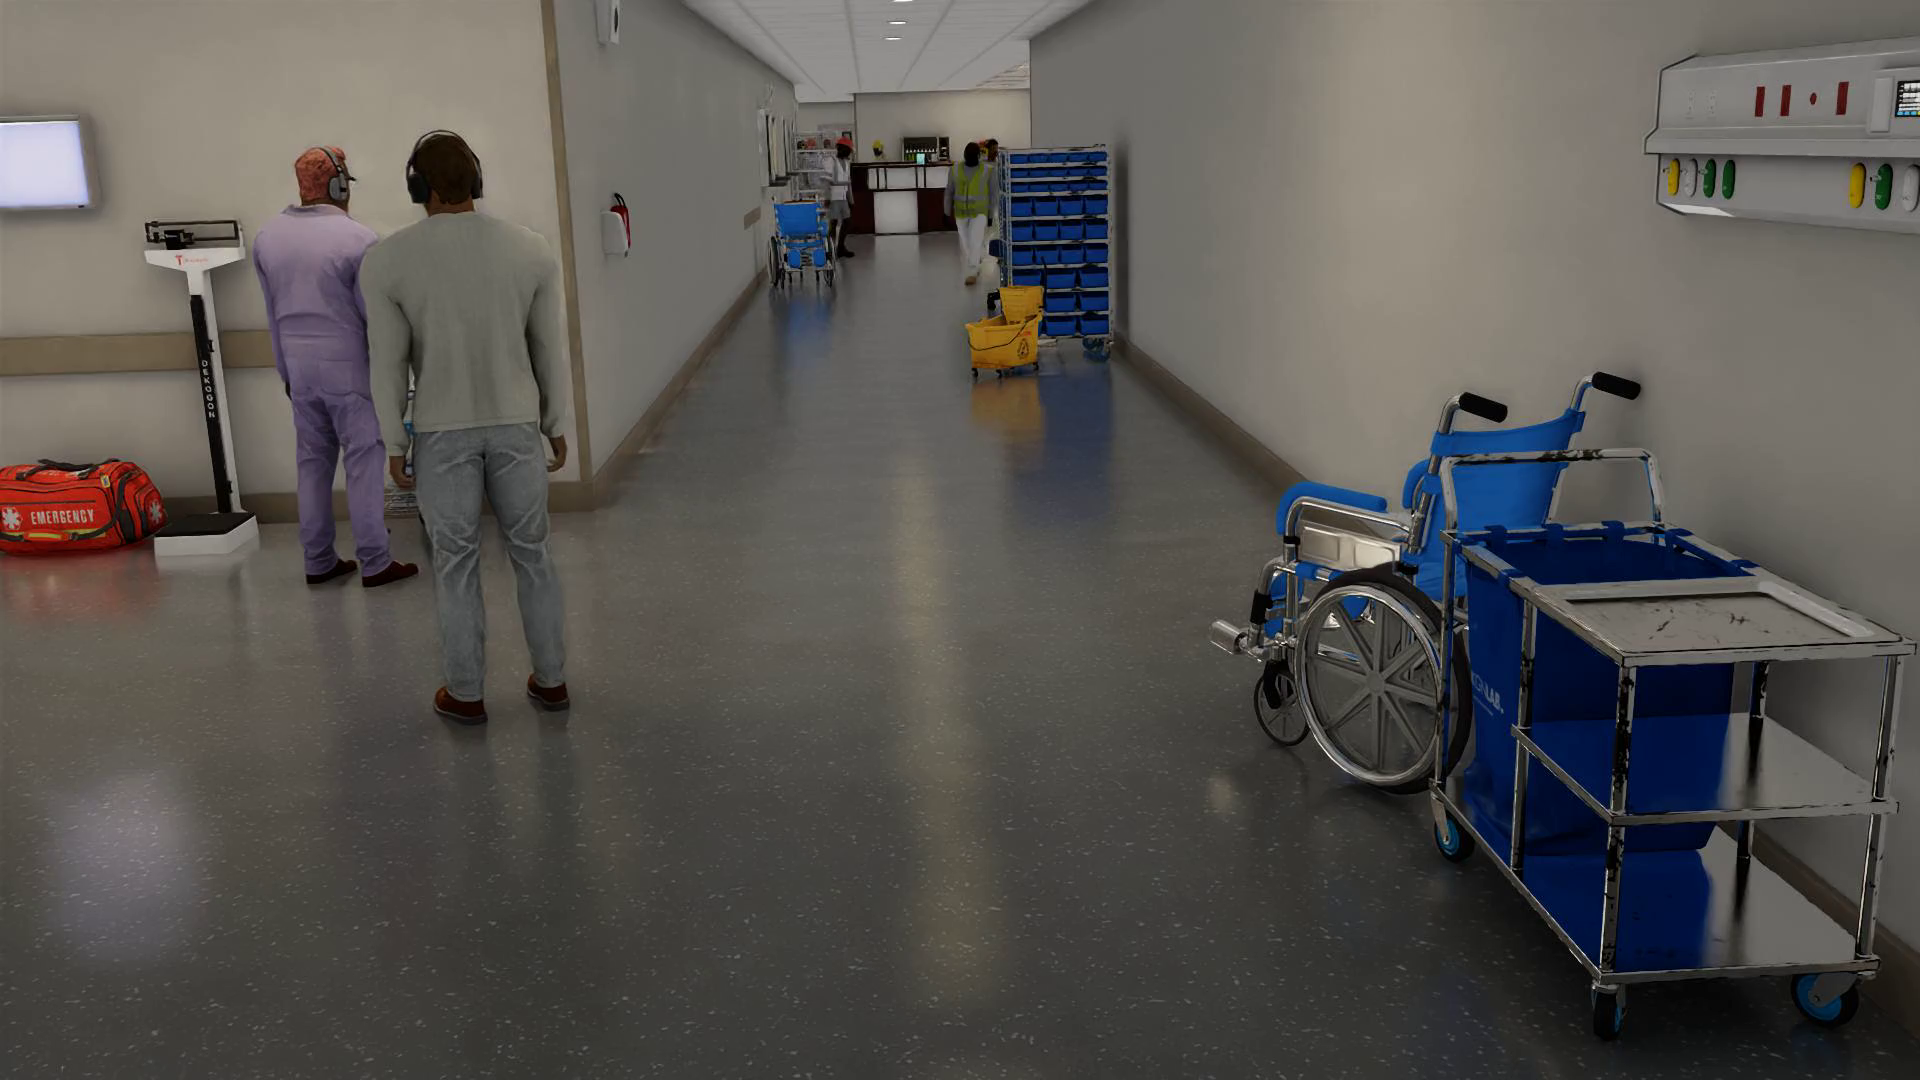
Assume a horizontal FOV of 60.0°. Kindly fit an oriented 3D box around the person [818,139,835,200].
[{"bbox_3d":[-3.517,-9.714,44.276,0.351,1.878,0.568,11,18,41],"label":"person"}]

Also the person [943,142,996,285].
[{"bbox_3d":[0.144,-4.198,21.373,0.635,1.797,1.006,2,14,15],"label":"person"}]

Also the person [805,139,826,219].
[{"bbox_3d":[-3.422,-8.162,37.844,0.510,1.889,0.578,-2,14,-1],"label":"person"}]

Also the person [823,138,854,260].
[{"bbox_3d":[-1.921,-5.376,26.252,0.367,1.885,0.666,9,17,36],"label":"person"}]

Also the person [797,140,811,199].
[{"bbox_3d":[-3.509,-7.934,36.993,0.317,1.860,0.524,-10,16,-32],"label":"person"}]

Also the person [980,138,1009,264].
[{"bbox_3d":[0.437,-4.958,24.384,0.511,1.822,0.958,-15,19,-42],"label":"person"}]

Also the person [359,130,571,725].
[{"bbox_3d":[-1.589,-0.353,5.462,0.628,1.932,0.372,-9,15,-26],"label":"person"}]

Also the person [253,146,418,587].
[{"bbox_3d":[-2.683,-0.732,7.219,0.646,1.902,0.400,3,15,20],"label":"person"}]

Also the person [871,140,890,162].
[{"bbox_3d":[-1.833,-8.461,39.049,0.463,1.812,0.616,-10,16,-30],"label":"person"}]
